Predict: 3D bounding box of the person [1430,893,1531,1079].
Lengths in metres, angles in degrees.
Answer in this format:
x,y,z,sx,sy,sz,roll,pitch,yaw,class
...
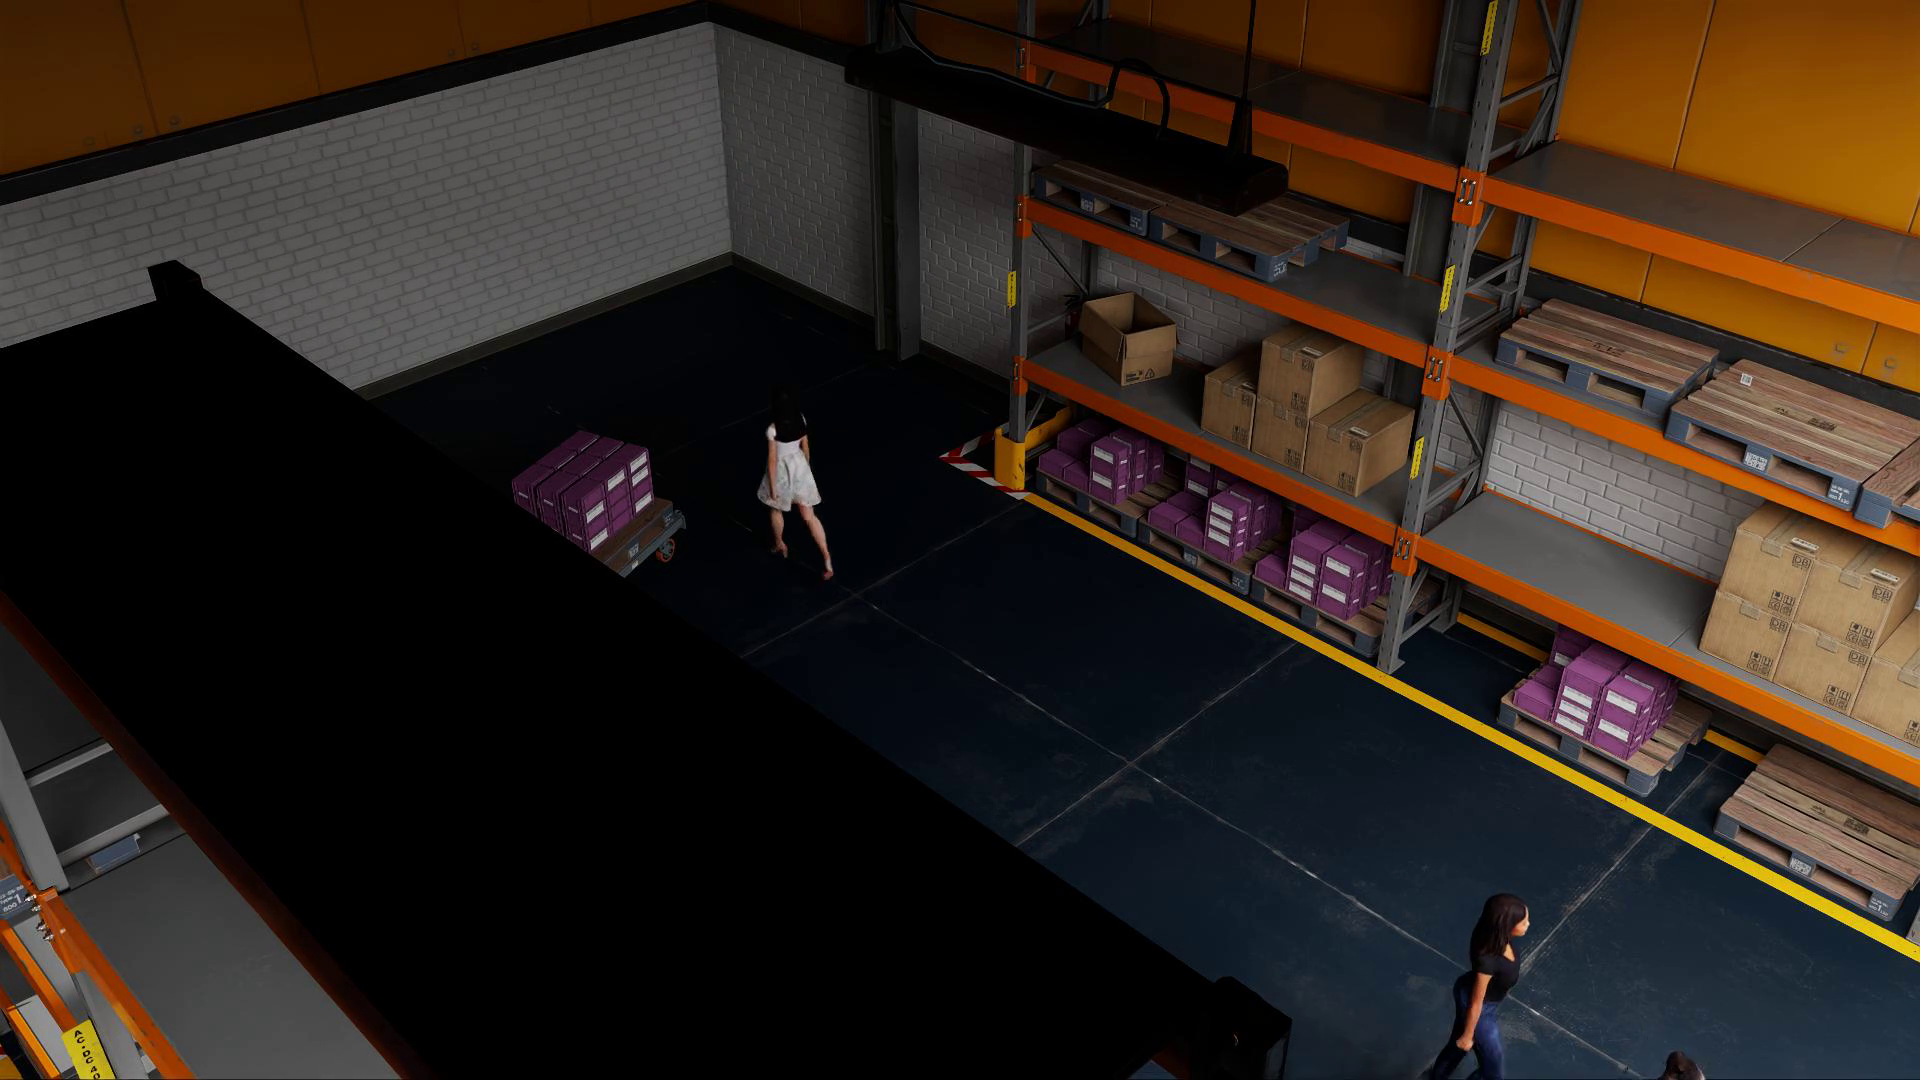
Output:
x,y,z,sx,sy,sz,roll,pitch,yaw,class
2.750,2.581,9.158,0.744,1.724,0.700,11,35,16,person

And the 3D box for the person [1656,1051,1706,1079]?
x,y,z,sx,sy,sz,roll,pitch,yaw,class
3.326,3.093,8.283,0.868,1.839,0.893,-24,41,-32,person

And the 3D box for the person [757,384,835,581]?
x,y,z,sx,sy,sz,roll,pitch,yaw,class
-1.346,-0.438,13.685,0.686,1.741,1.177,-23,40,-31,person
